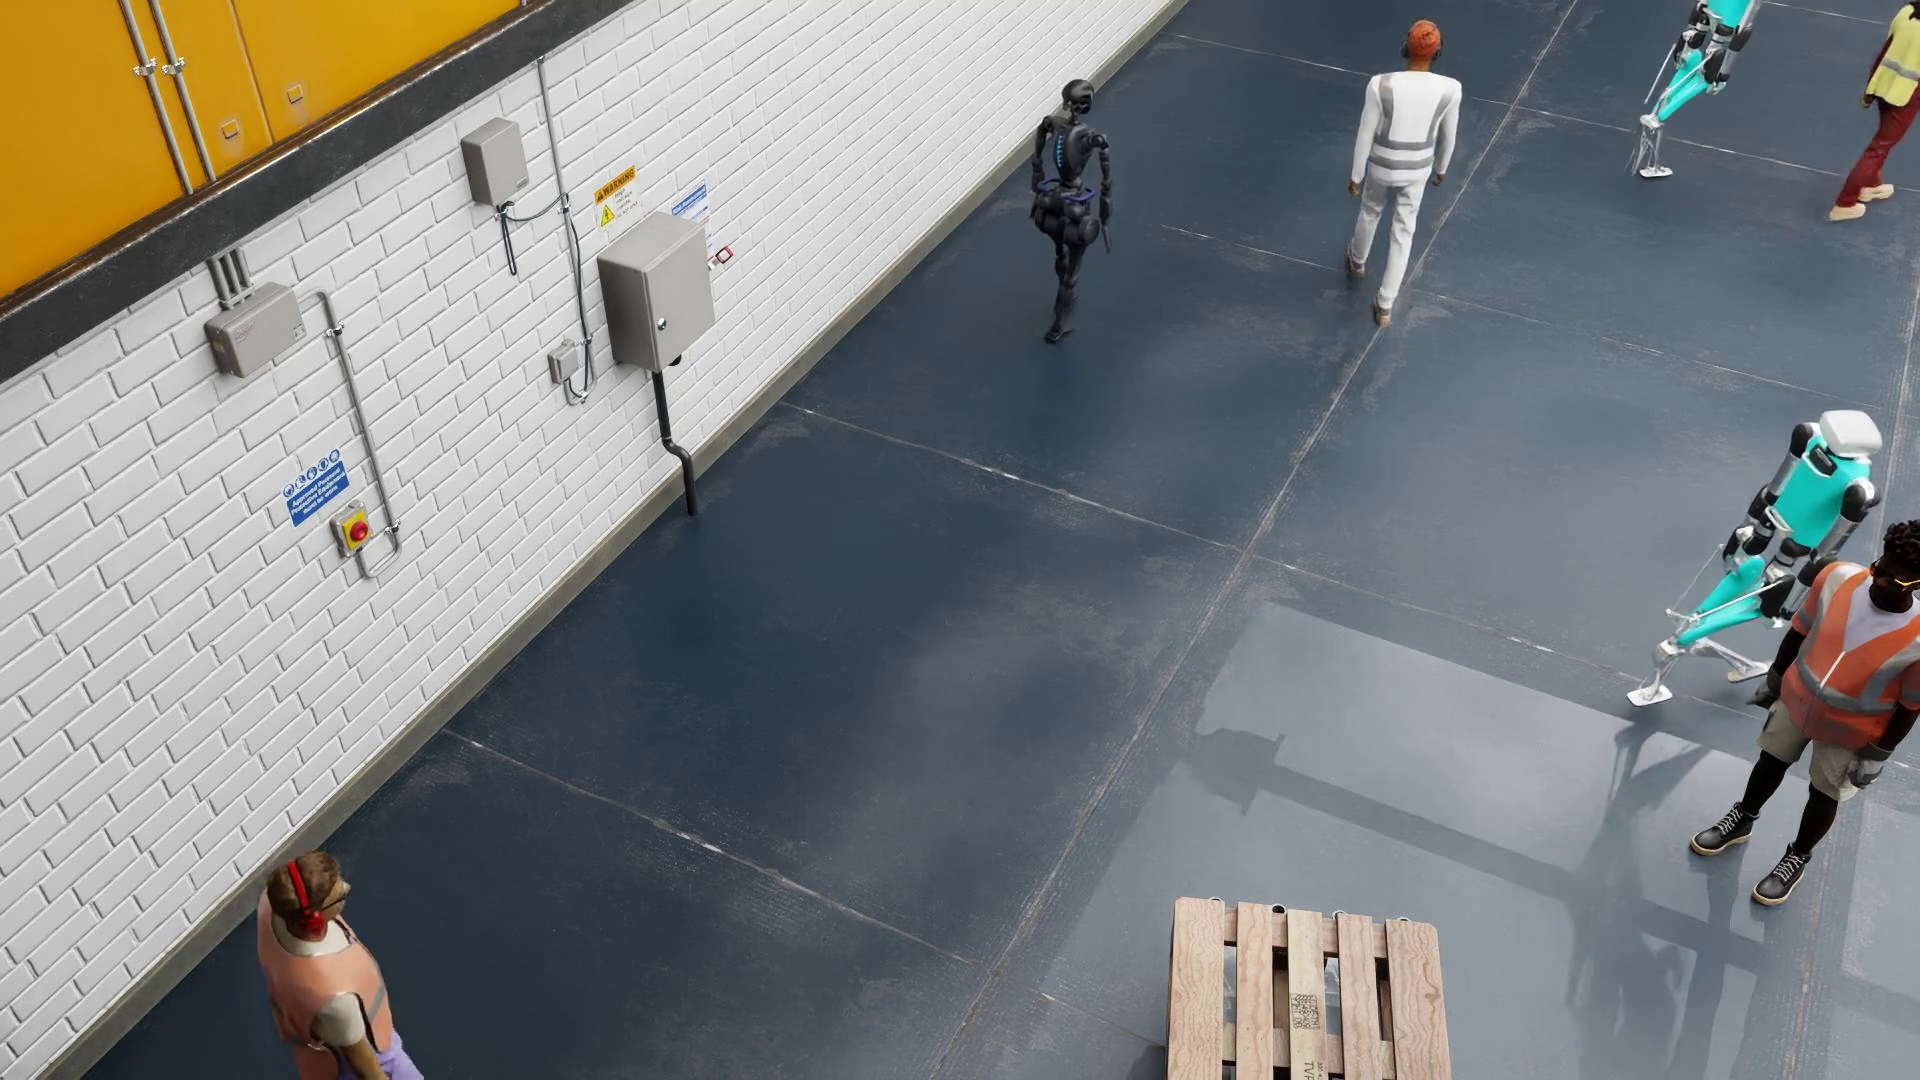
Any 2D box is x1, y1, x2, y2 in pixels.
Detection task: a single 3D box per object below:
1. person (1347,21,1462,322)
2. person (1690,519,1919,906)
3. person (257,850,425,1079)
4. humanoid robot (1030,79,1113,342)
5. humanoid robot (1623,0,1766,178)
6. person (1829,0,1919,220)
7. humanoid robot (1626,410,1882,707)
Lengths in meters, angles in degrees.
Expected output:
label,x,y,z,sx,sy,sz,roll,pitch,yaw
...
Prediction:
label,x,y,z,sx,sy,sz,roll,pitch,yaw
person,2.736,-2.352,10.358,0.607,1.838,0.931,5,41,6
person,3.516,0.698,6.731,0.368,1.966,0.605,-22,45,-23
person,-2.101,1.698,5.679,0.571,1.825,0.580,-27,48,-28
humanoid robot,0.692,-2.028,10.116,0.612,1.640,0.575,26,47,27
humanoid robot,5.021,-3.251,11.573,0.799,1.887,0.531,-12,42,-13
person,6.395,-2.975,11.157,0.742,1.743,0.464,-11,42,-13
humanoid robot,3.494,0.172,7.520,1.008,1.729,0.542,-6,41,-7
